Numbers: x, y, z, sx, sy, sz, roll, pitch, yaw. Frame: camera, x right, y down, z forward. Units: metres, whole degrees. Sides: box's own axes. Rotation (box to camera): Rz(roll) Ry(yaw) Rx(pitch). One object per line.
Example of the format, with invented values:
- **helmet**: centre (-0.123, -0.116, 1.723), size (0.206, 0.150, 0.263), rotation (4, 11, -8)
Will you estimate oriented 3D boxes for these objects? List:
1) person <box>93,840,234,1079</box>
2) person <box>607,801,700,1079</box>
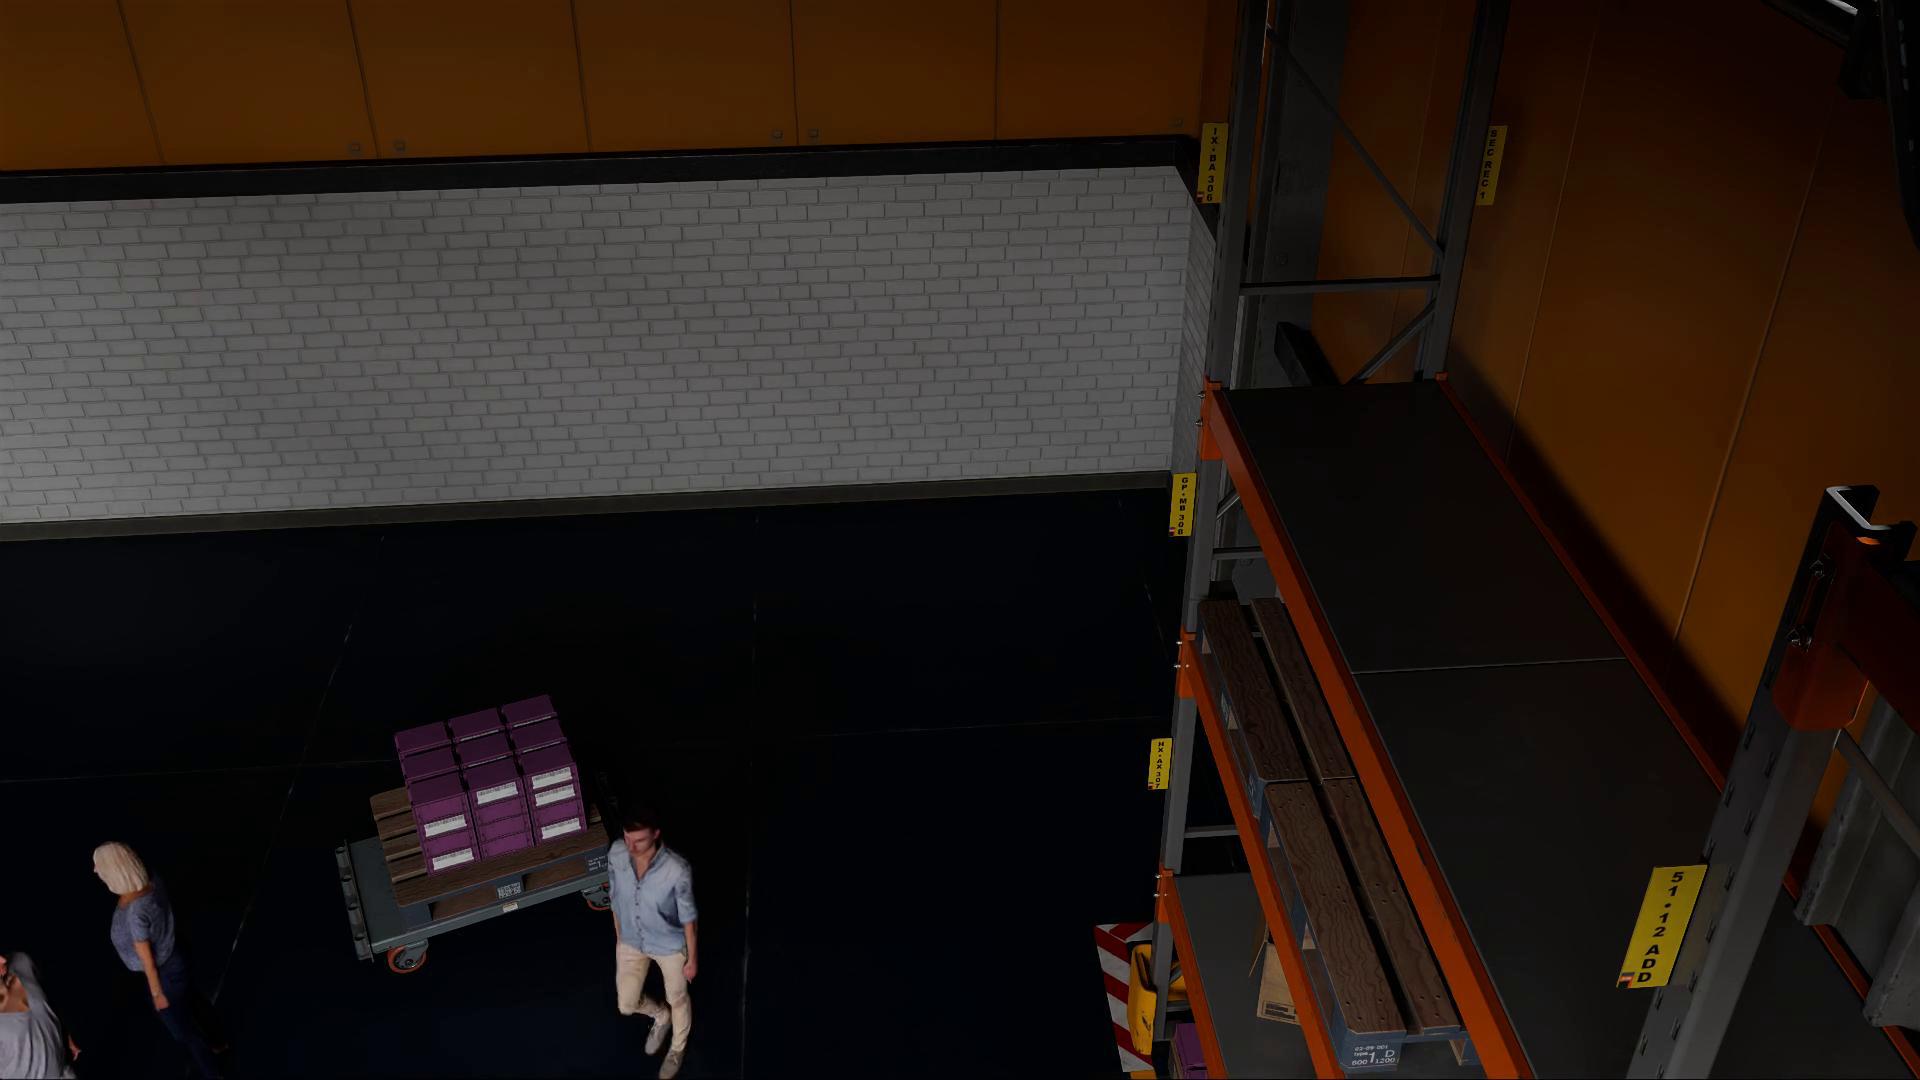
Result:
- **person**: centre (-4.054, 2.178, 8.526), size (0.677, 1.719, 0.516), rotation (-9, 35, -13)
- **person**: centre (-1.543, 2.017, 8.657), size (0.765, 1.842, 0.772), rotation (10, 35, 14)
